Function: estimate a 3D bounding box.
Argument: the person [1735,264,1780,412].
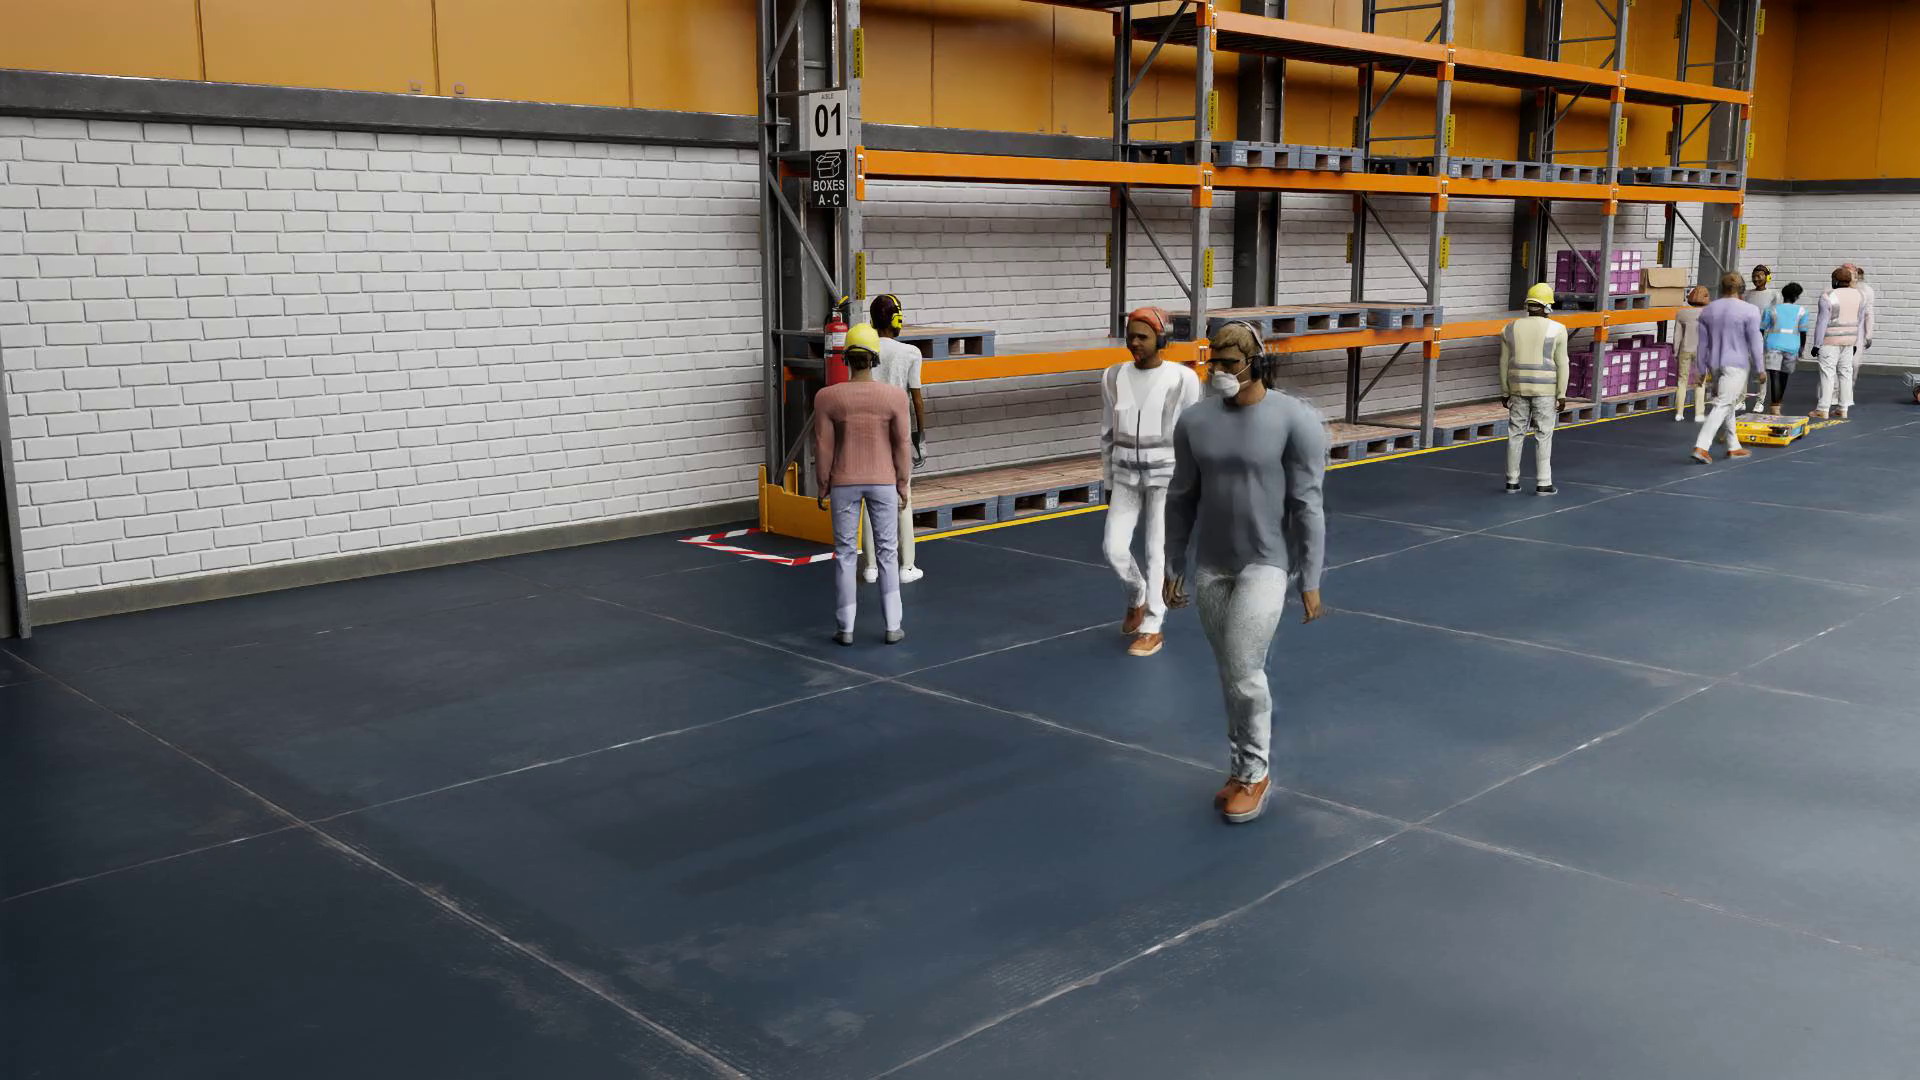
[{"bbox_3d":[10.121,-2.560,21.172,0.328,1.872,0.513,-10,14,-43],"label":"person"}]

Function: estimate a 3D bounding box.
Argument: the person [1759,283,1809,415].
[{"bbox_3d":[10.189,-2.362,20.659,0.548,1.637,0.839,2,11,13],"label":"person"}]

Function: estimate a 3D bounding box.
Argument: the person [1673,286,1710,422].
[{"bbox_3d":[8.867,-2.241,20.077,0.508,1.632,0.271,9,14,41],"label":"person"}]

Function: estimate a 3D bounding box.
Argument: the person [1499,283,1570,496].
[{"bbox_3d":[4.968,-1.298,14.388,0.595,1.832,0.404,8,13,37],"label":"person"}]

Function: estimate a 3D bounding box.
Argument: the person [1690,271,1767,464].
[{"bbox_3d":[7.566,-1.704,16.437,1.003,1.901,0.630,-5,11,-25],"label":"person"}]

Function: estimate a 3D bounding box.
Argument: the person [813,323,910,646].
[{"bbox_3d":[-0.536,-0.296,9.106,0.526,1.768,0.331,-1,10,-4],"label":"person"}]

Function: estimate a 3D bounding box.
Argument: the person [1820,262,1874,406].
[{"bbox_3d":[11.654,-2.703,21.912,0.667,1.885,0.421,5,11,25],"label":"person"}]

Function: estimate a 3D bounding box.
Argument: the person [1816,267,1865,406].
[{"bbox_3d":[11.820,-2.738,22.289,0.523,1.832,0.895,-1,10,-6],"label":"person"}]

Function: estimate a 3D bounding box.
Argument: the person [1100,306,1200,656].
[{"bbox_3d":[1.004,-0.309,8.904,0.577,1.871,0.437,5,12,27],"label":"person"}]

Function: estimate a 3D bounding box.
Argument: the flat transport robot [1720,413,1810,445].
[{"bbox_3d":[8.875,-1.233,18.295,0.652,0.197,1.431,7,13,35],"label":"flat transport robot"}]

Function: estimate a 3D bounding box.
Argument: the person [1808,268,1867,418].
[{"bbox_3d":[10.747,-2.409,20.425,0.622,1.845,0.429,-2,11,-11],"label":"person"}]

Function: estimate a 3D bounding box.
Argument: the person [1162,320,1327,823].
[{"bbox_3d":[1.045,0.127,6.368,0.656,1.916,0.596,9,14,41],"label":"person"}]

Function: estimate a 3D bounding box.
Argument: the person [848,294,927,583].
[{"bbox_3d":[-0.477,-0.647,10.758,0.534,1.863,0.311,1,10,7],"label":"person"}]
